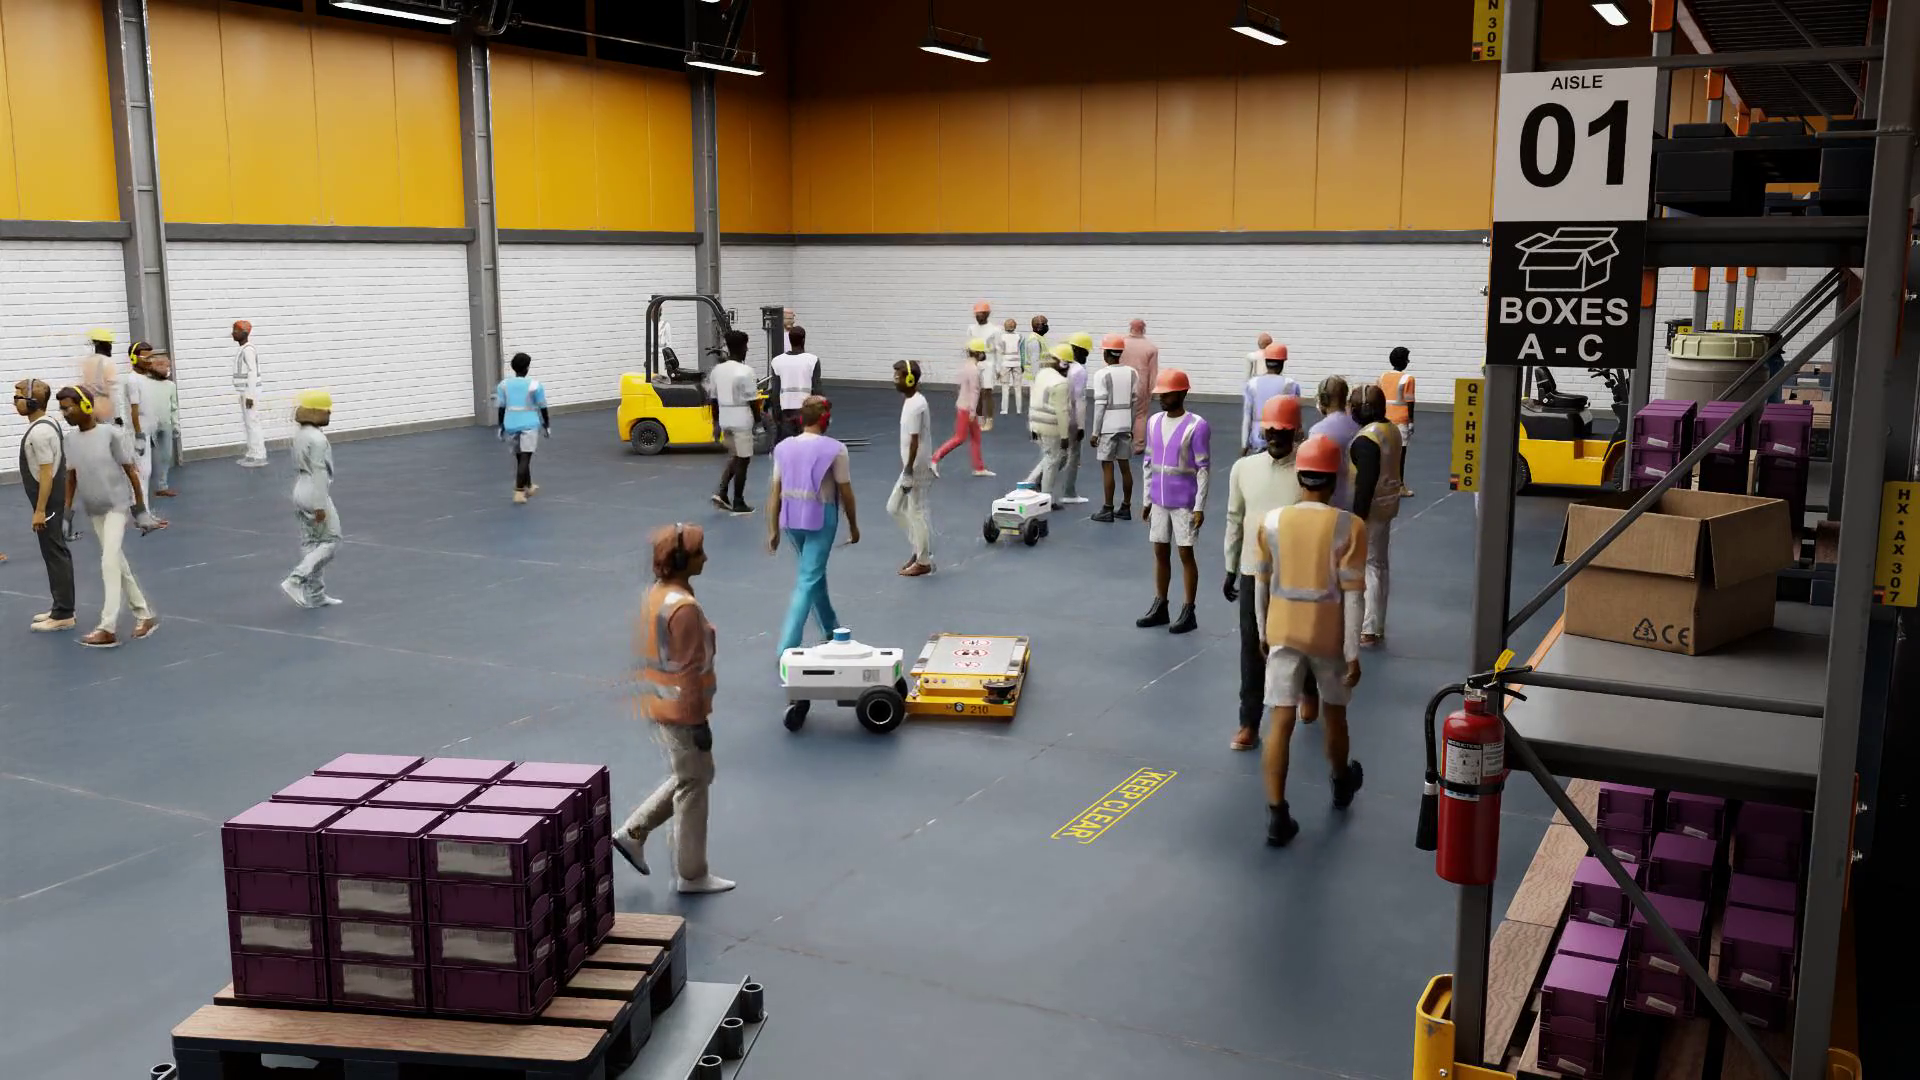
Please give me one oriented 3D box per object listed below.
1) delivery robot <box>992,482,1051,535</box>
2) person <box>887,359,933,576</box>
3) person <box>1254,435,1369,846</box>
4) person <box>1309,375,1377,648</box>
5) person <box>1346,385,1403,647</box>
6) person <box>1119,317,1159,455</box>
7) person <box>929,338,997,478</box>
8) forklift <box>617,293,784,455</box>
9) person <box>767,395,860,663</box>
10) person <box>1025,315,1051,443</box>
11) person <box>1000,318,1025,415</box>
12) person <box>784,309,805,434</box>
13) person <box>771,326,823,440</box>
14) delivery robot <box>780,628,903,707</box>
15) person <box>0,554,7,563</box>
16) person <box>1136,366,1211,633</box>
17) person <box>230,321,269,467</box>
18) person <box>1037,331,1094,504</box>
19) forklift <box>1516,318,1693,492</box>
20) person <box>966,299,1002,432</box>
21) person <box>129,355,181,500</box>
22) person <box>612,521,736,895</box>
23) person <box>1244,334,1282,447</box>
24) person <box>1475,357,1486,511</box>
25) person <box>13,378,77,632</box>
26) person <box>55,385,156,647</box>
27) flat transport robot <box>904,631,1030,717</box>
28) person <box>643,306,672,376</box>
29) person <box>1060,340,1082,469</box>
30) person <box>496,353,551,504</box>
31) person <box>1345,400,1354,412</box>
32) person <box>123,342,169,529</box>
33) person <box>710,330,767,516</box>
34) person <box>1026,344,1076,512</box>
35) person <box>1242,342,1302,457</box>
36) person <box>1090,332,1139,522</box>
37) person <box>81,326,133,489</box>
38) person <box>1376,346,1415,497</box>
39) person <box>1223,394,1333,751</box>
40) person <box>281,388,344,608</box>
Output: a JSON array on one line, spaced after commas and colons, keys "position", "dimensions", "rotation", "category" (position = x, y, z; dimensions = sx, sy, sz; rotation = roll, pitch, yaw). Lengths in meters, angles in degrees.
[{"position": [0.595, -0.309, 15.888], "dimensions": [0.477, 0.478, 0.707], "rotation": [5, 11, 27], "category": "delivery robot"}, {"position": [-0.415, -0.600, 14.081], "dimensions": [0.436, 1.851, 0.547], "rotation": [-1, 10, -5], "category": "person"}, {"position": [1.682, 0.444, 7.948], "dimensions": [0.565, 1.882, 0.987], "rotation": [5, 11, 26], "category": "person"}, {"position": [2.604, -0.220, 11.772], "dimensions": [0.645, 1.883, 0.976], "rotation": [-7, 12, -35], "category": "person"}, {"position": [2.843, -0.167, 11.639], "dimensions": [0.429, 1.838, 0.621], "rotation": [6, 11, 30], "category": "person"}, {"position": [2.364, -2.077, 22.545], "dimensions": [0.660, 1.887, 0.551], "rotation": [2, 10, 12], "category": "person"}, {"position": [0.009, -1.604, 20.271], "dimensions": [0.858, 1.726, 0.536], "rotation": [-2, 10, -9], "category": "person"}, {"position": [-3.588, -2.317, 23.042], "dimensions": [2.313, 2.155, 1.214], "rotation": [-1, 10, -5], "category": "forklift"}, {"position": [-0.990, -0.086, 11.307], "dimensions": [0.555, 1.787, 0.955], "rotation": [6, 12, 33], "category": "person"}, {"position": [1.158, -2.339, 24.184], "dimensions": [0.429, 1.847, 0.627], "rotation": [1, 10, 8], "category": "person"}, {"position": [0.853, -2.936, 28.268], "dimensions": [0.526, 1.634, 0.345], "rotation": [-2, 10, -13], "category": "person"}, {"position": [-2.596, -2.533, 25.137], "dimensions": [0.651, 1.904, 0.401], "rotation": [-6, 12, -33], "category": "person"}, {"position": [-1.844, -1.469, 18.929], "dimensions": [0.587, 1.920, 0.391], "rotation": [2, 10, 12], "category": "person"}, {"position": [-0.688, 0.760, 9.698], "dimensions": [0.707, 0.478, 0.477], "rotation": [0, 10, 1], "category": "delivery robot"}, {"position": [-8.756, -0.743, 14.670], "dimensions": [0.633, 1.938, 0.356], "rotation": [9, 13, 42], "category": "person"}, {"position": [1.534, -0.290, 12.055], "dimensions": [0.551, 1.935, 0.375], "rotation": [9, 14, 43], "category": "person"}, {"position": [-9.191, -1.880, 21.436], "dimensions": [0.433, 1.881, 0.598], "rotation": [-6, 11, -31], "category": "person"}, {"position": [1.173, -1.325, 18.128], "dimensions": [0.547, 1.902, 0.645], "rotation": [-5, 11, -25], "category": "person"}, {"position": [7.066, -1.601, 18.899], "dimensions": [2.313, 2.155, 1.214], "rotation": [5, 11, 27], "category": "forklift"}, {"position": [0.343, -2.683, 25.618], "dimensions": [0.614, 2.045, 0.402], "rotation": [6, 12, 32], "category": "person"}, {"position": [-9.022, -1.252, 18.576], "dimensions": [0.286, 1.611, 0.657], "rotation": [6, 11, 30], "category": "person"}, {"position": [-1.215, 0.731, 7.047], "dimensions": [0.435, 1.627, 0.519], "rotation": [-3, 10, -16], "category": "person"}, {"position": [4.264, -2.085, 23.380], "dimensions": [0.532, 1.612, 0.408], "rotation": [1, 10, 5], "category": "person"}, {"position": [5.344, -1.014, 16.736], "dimensions": [0.553, 1.752, 0.351], "rotation": [7, 12, 34], "category": "person"}, {"position": [-6.664, -0.254, 12.110], "dimensions": [0.344, 1.847, 0.504], "rotation": [-4, 11, -21], "category": "person"}, {"position": [-6.046, -0.161, 11.634], "dimensions": [0.555, 1.819, 0.891], "rotation": [3, 10, 15], "category": "person"}, {"position": [0.070, 0.821, 10.443], "dimensions": [0.652, 0.197, 1.431], "rotation": [1, 10, 6], "category": "flat transport robot"}, {"position": [-5.181, -3.089, 28.413], "dimensions": [0.575, 1.885, 0.355], "rotation": [6, 11, 31], "category": "person"}, {"position": [1.358, -1.729, 21.260], "dimensions": [0.507, 1.631, 0.266], "rotation": [-7, 12, -34], "category": "person"}, {"position": [-4.815, -1.242, 18.392], "dimensions": [0.546, 1.643, 0.887], "rotation": [1, 10, 7], "category": "person"}, {"position": [3.226, -0.389, 13.524], "dimensions": [0.507, 1.634, 0.330], "rotation": [-2, 10, -13], "category": "person"}, {"position": [-8.146, -1.040, 16.609], "dimensions": [0.330, 1.866, 0.512], "rotation": [-3, 10, -16], "category": "person"}, {"position": [-2.303, -1.220, 17.397], "dimensions": [0.614, 1.950, 0.414], "rotation": [10, 14, 44], "category": "person"}, {"position": [0.966, -1.170, 17.559], "dimensions": [0.520, 1.795, 0.626], "rotation": [-4, 10, -20], "category": "person"}, {"position": [3.034, -0.984, 16.218], "dimensions": [0.564, 1.894, 0.998], "rotation": [5, 11, 26], "category": "person"}, {"position": [1.559, -1.149, 17.019], "dimensions": [0.542, 1.939, 0.362], "rotation": [-7, 12, -34], "category": "person"}, {"position": [-9.735, -1.478, 18.993], "dimensions": [0.614, 1.908, 0.422], "rotation": [6, 12, 33], "category": "person"}, {"position": [4.918, -1.333, 18.789], "dimensions": [0.321, 1.696, 0.537], "rotation": [-7, 12, -34], "category": "person"}, {"position": [1.790, 0.157, 9.354], "dimensions": [0.636, 1.974, 0.787], "rotation": [5, 11, 28], "category": "person"}, {"position": [-4.980, -0.302, 12.751], "dimensions": [0.457, 1.727, 0.501], "rotation": [-9, 13, -42], "category": "person"}]
